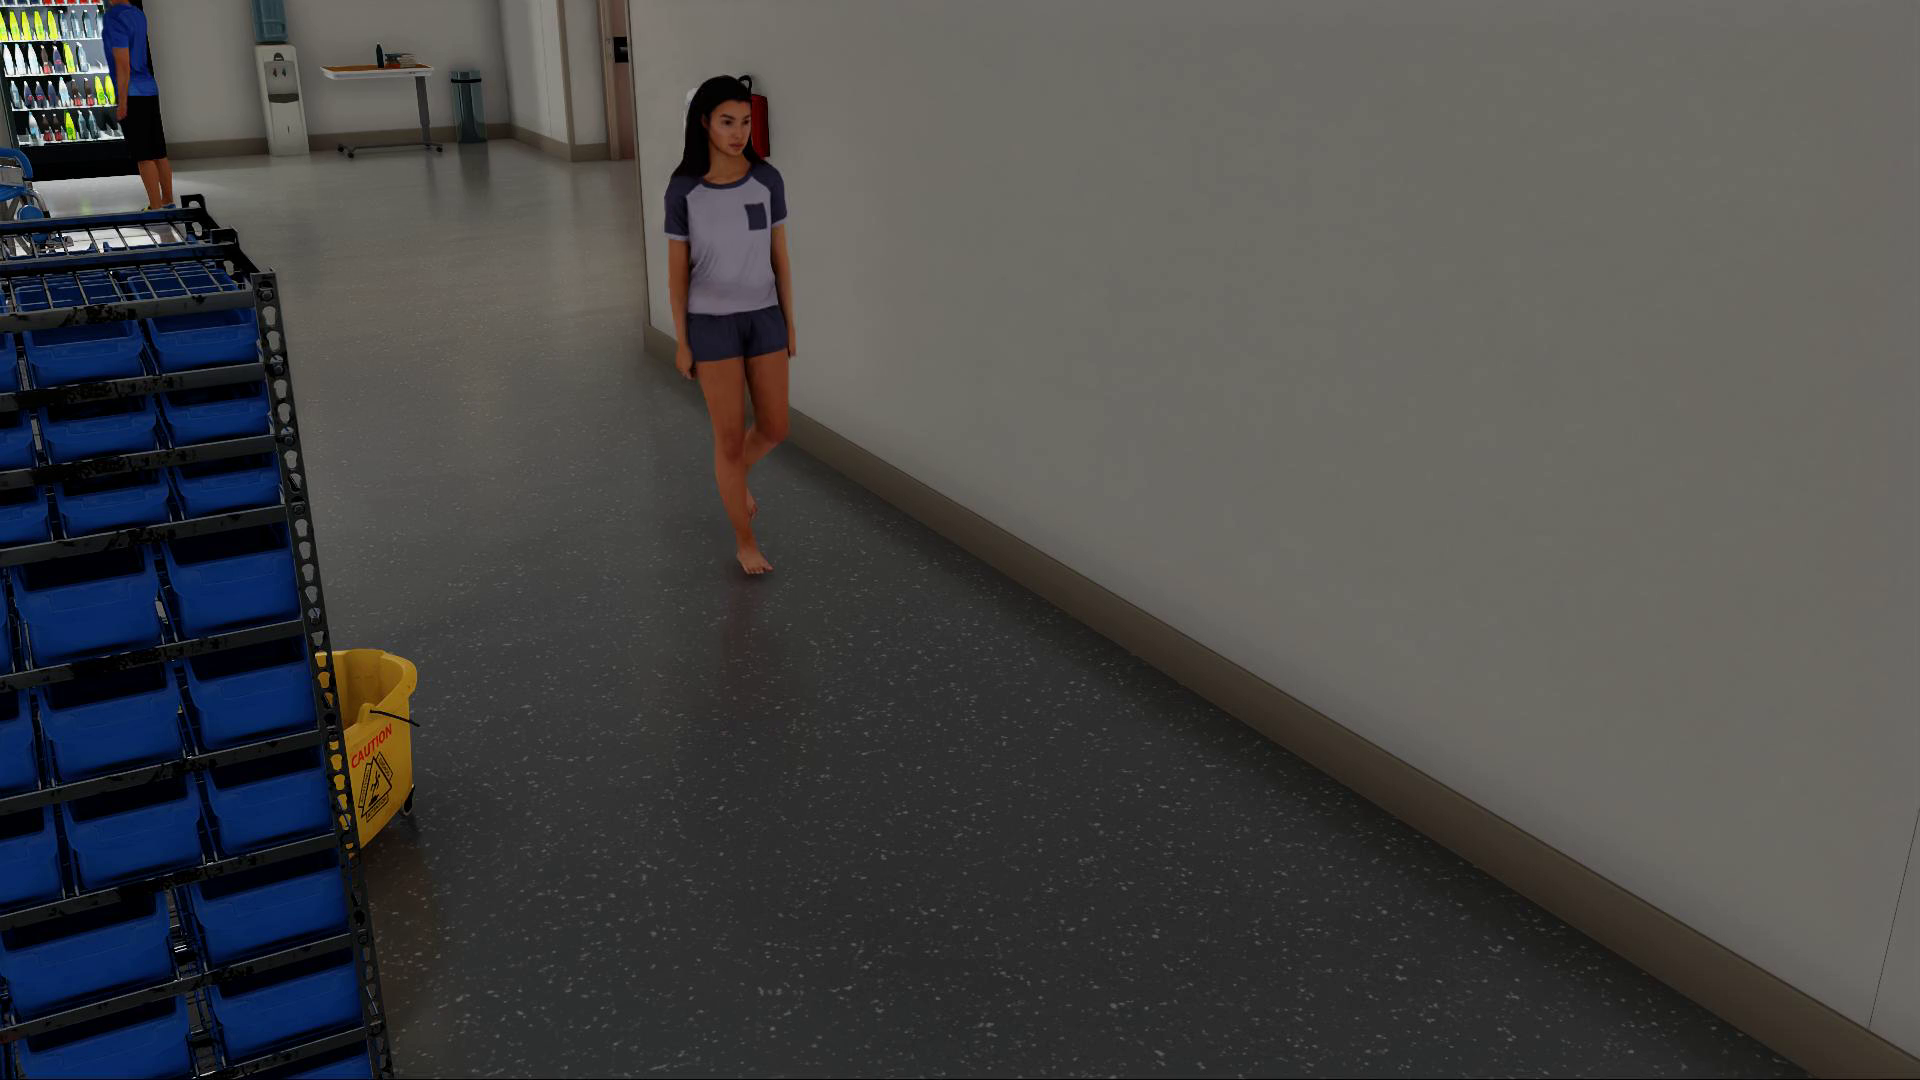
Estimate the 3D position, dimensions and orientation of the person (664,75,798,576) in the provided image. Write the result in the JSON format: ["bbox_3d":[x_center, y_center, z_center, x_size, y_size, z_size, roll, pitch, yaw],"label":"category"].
[{"bbox_3d":[-0.819,-0.761,5.903,0.748,1.723,0.704,-9,23,-23],"label":"person"}]

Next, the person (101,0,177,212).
[{"bbox_3d":[-6.188,-3.337,12.500,0.705,1.869,0.699,-1,21,-2],"label":"person"}]
